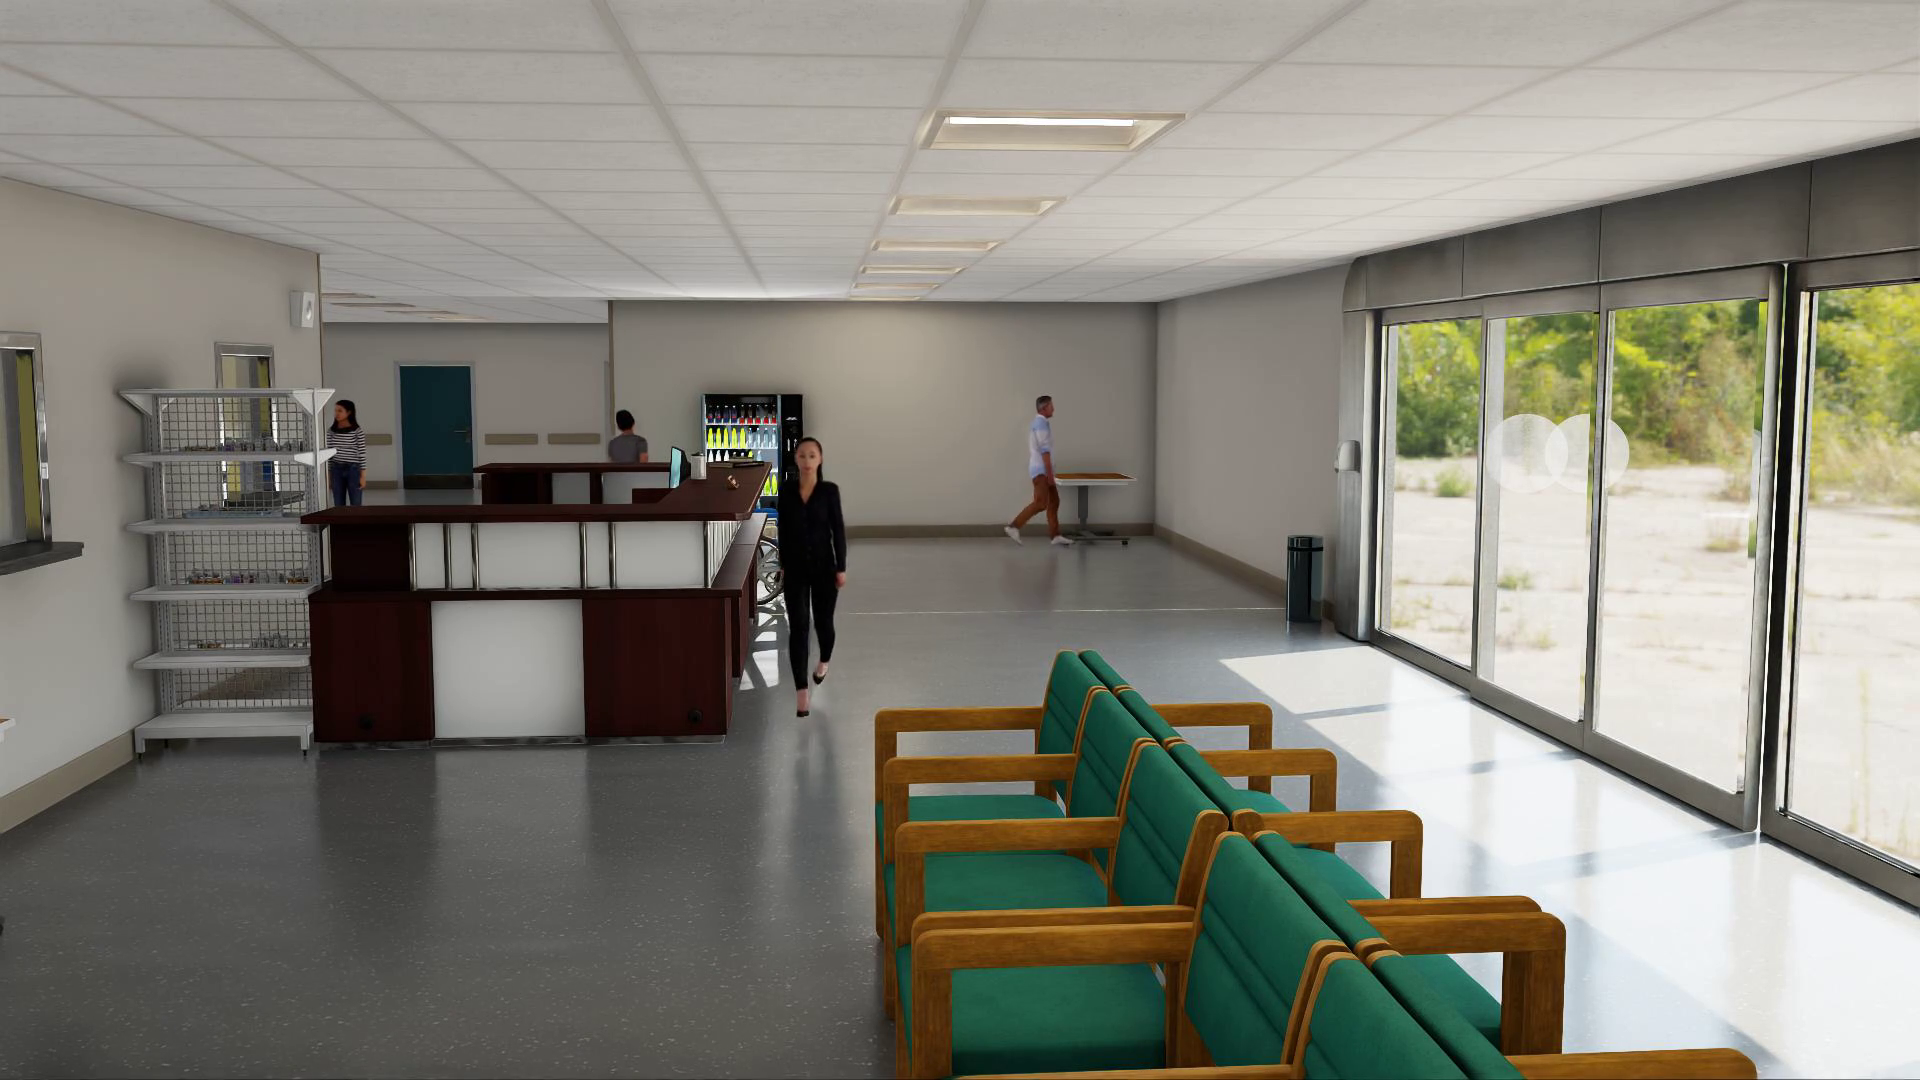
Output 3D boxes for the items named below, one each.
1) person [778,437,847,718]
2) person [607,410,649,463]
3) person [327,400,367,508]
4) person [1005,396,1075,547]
[{"bbox_3d":[-0.909,0.230,10.239,1.069,1.676,0.753,0,6,3],"label":"person"},{"bbox_3d":[-3.212,-0.393,16.186,0.842,1.724,0.953,5,7,38],"label":"person"},{"bbox_3d":[-6.971,-0.703,18.922,0.461,1.794,0.654,0,6,1],"label":"person"},{"bbox_3d":[0.929,-0.808,19.917,1.104,1.804,0.776,0,6,1],"label":"person"}]
